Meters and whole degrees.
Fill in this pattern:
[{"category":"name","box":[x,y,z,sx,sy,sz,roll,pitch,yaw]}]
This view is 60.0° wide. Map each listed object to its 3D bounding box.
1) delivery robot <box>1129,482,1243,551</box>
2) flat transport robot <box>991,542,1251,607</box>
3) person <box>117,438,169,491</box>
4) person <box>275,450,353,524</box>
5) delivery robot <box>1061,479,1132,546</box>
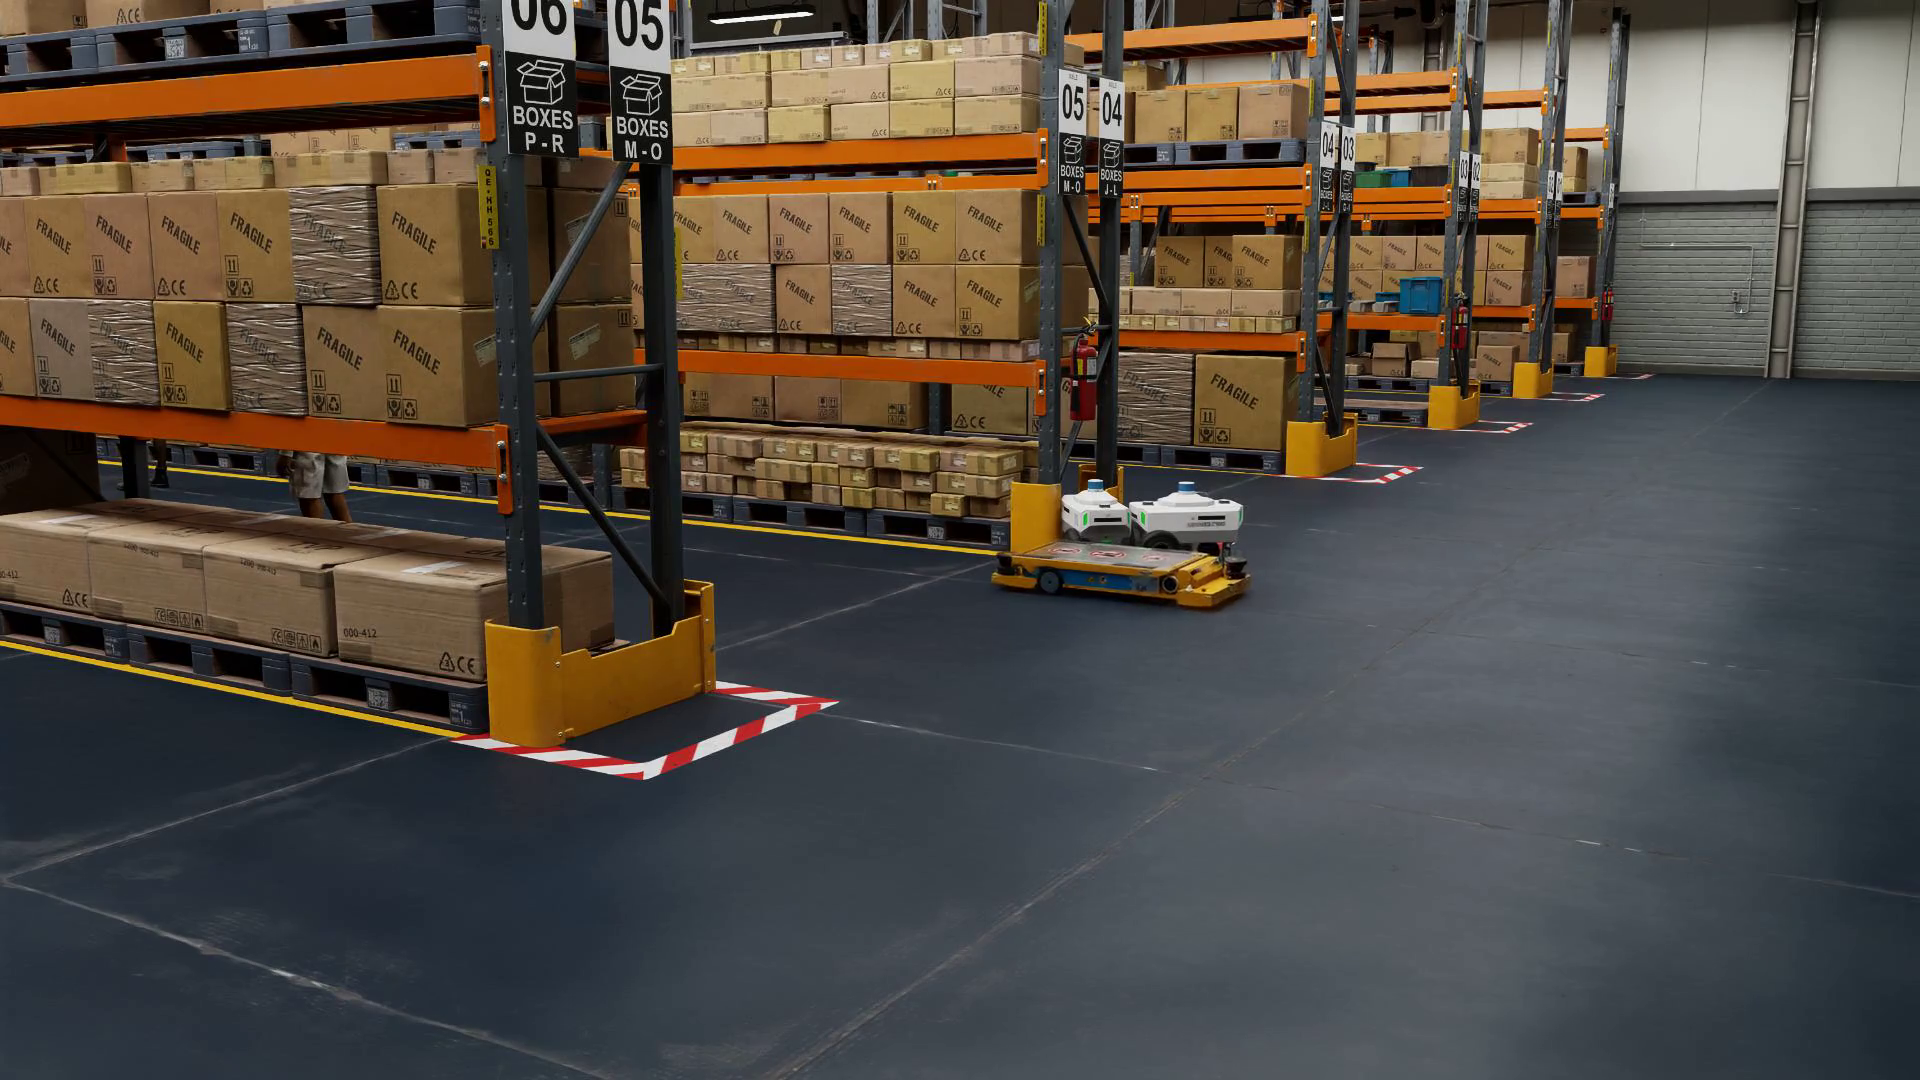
[{"category":"delivery robot","box":[1.477,-0.138,10.864,0.707,0.478,0.477,-1,10,-9]},{"category":"flat transport robot","box":[0.970,0.186,10.070,1.431,0.197,0.652,5,11,29]},{"category":"person","box":[-7.167,-1.390,14.425,0.362,1.935,0.553,6,12,33]},{"category":"person","box":[-3.791,-0.586,9.711,0.361,1.940,0.543,3,10,18]},{"category":"delivery robot","box":[0.891,-0.157,10.972,0.477,0.478,0.707,-1,10,-9]}]
